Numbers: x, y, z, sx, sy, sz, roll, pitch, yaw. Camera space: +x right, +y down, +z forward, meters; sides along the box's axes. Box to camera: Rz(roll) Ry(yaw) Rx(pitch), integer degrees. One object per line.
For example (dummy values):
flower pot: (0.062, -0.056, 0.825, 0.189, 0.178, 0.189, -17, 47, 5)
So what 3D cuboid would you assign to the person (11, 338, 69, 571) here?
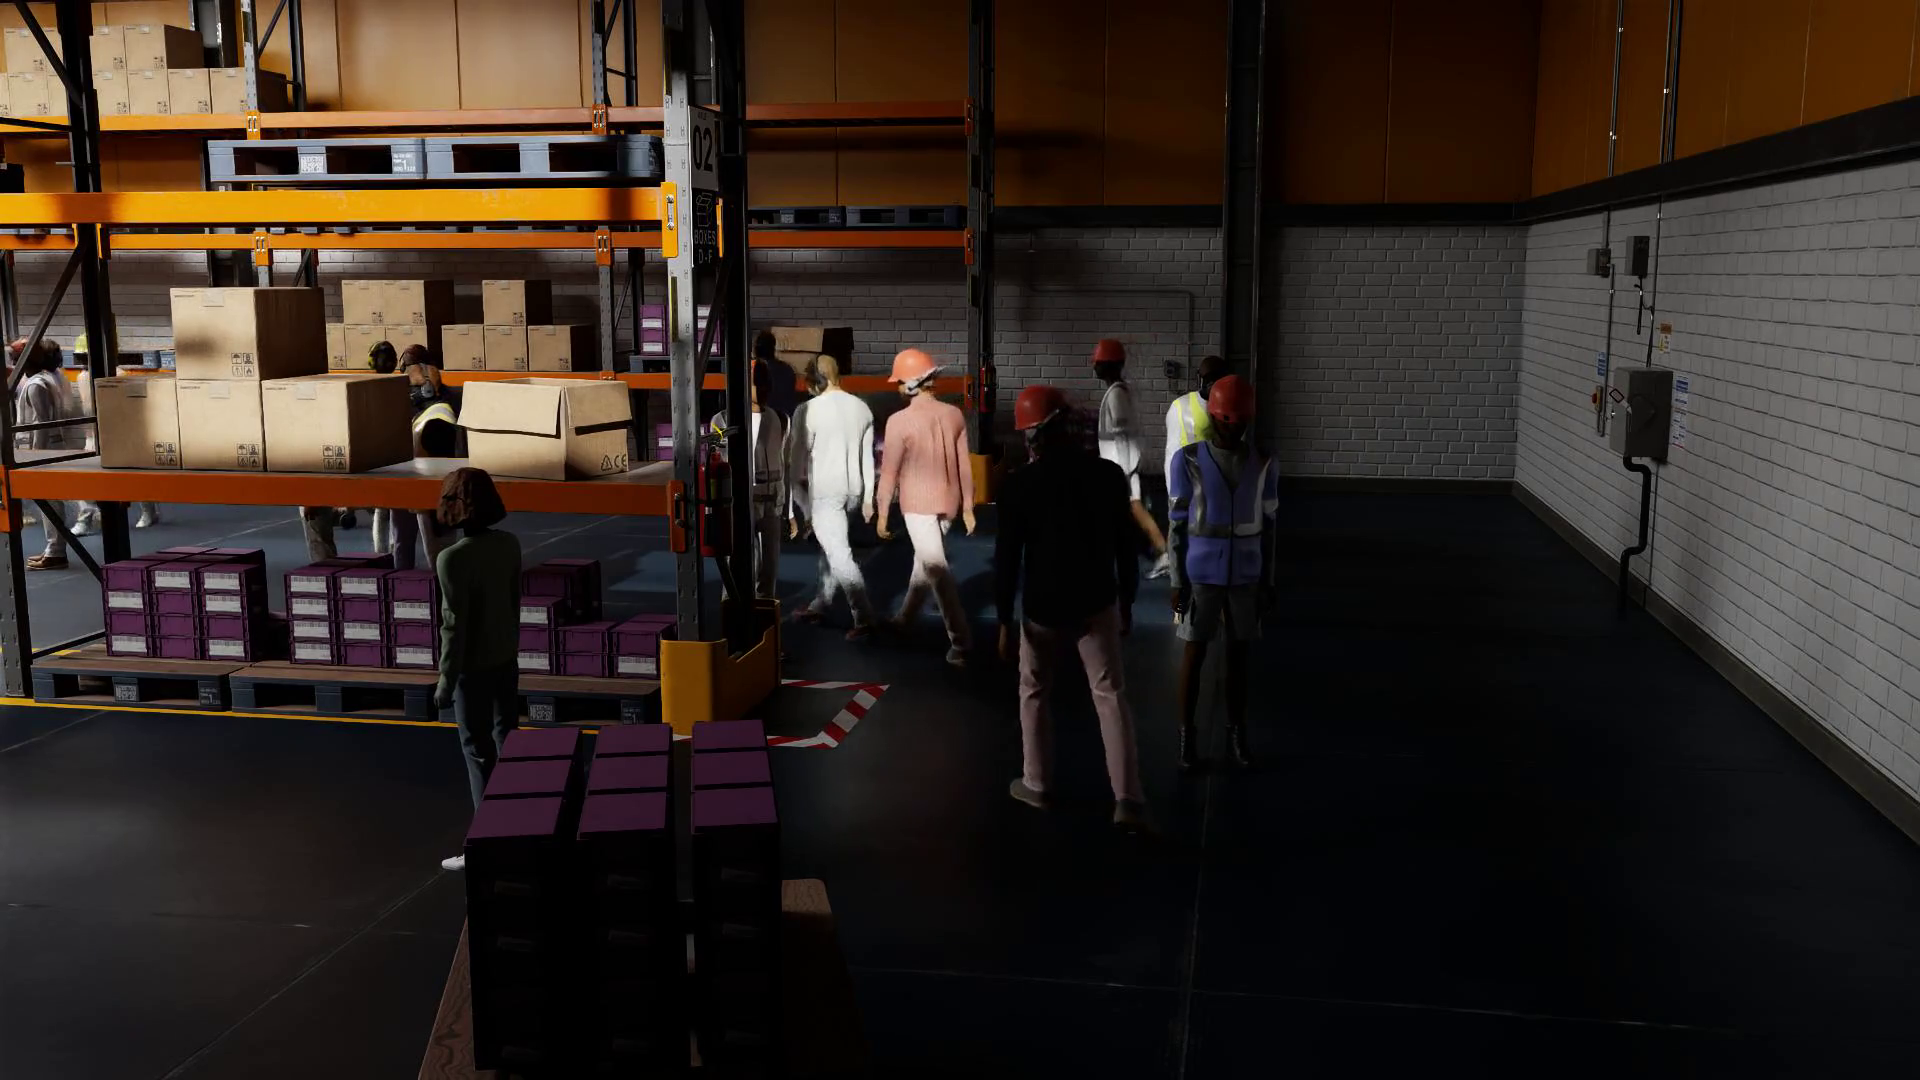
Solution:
person: (-7.453, -0.691, 13.477, 0.355, 1.877, 0.573, -4, 10, -23)

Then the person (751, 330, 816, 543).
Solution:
person: (-1.633, -0.905, 14.727, 0.890, 1.910, 0.631, 7, 12, 38)

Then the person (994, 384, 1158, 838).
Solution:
person: (0.499, 0.305, 7.168, 0.658, 1.935, 0.920, -1, 9, -9)

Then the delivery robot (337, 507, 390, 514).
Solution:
delivery robot: (-5.601, -0.456, 15.819, 0.707, 0.478, 0.477, -7, 12, -38)

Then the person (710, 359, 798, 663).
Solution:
person: (-1.251, -0.159, 10.163, 0.572, 1.883, 0.356, -8, 12, -40)

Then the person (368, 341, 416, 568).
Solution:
person: (-4.579, -0.675, 13.451, 0.430, 1.856, 0.527, 7, 11, 36)

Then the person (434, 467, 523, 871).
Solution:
person: (-1.940, 0.520, 6.720, 0.283, 1.633, 0.497, 3, 10, 18)

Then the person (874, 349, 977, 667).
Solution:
person: (-0.235, -0.211, 10.316, 0.627, 1.934, 1.044, -8, 12, -42)

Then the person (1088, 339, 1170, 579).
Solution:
person: (1.280, -0.617, 12.988, 0.966, 1.897, 0.559, 2, 9, 14)

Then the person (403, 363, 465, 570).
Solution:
person: (-3.374, -0.211, 10.647, 0.428, 1.836, 0.625, -3, 10, -20)

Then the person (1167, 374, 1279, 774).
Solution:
person: (1.268, 0.170, 7.982, 0.543, 1.928, 0.372, -1, 9, -7)

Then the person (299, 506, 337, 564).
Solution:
person: (-4.456, -0.339, 11.430, 0.404, 1.831, 0.600, -3, 10, -18)

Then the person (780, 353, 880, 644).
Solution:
person: (-0.820, -0.280, 10.930, 0.956, 1.887, 0.619, 7, 12, 38)

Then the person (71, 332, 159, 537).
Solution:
person: (-7.873, -0.987, 15.381, 0.591, 1.878, 1.049, 2, 9, 13)

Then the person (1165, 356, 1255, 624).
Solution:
person: (1.713, -0.336, 11.386, 0.626, 1.843, 0.430, -1, 9, -4)

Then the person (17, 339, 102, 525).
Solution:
person: (-8.650, -1.012, 15.775, 0.990, 1.788, 0.632, 1, 9, 8)

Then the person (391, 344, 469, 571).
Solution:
person: (-3.796, -0.428, 11.757, 0.652, 1.906, 0.402, -4, 10, -24)
